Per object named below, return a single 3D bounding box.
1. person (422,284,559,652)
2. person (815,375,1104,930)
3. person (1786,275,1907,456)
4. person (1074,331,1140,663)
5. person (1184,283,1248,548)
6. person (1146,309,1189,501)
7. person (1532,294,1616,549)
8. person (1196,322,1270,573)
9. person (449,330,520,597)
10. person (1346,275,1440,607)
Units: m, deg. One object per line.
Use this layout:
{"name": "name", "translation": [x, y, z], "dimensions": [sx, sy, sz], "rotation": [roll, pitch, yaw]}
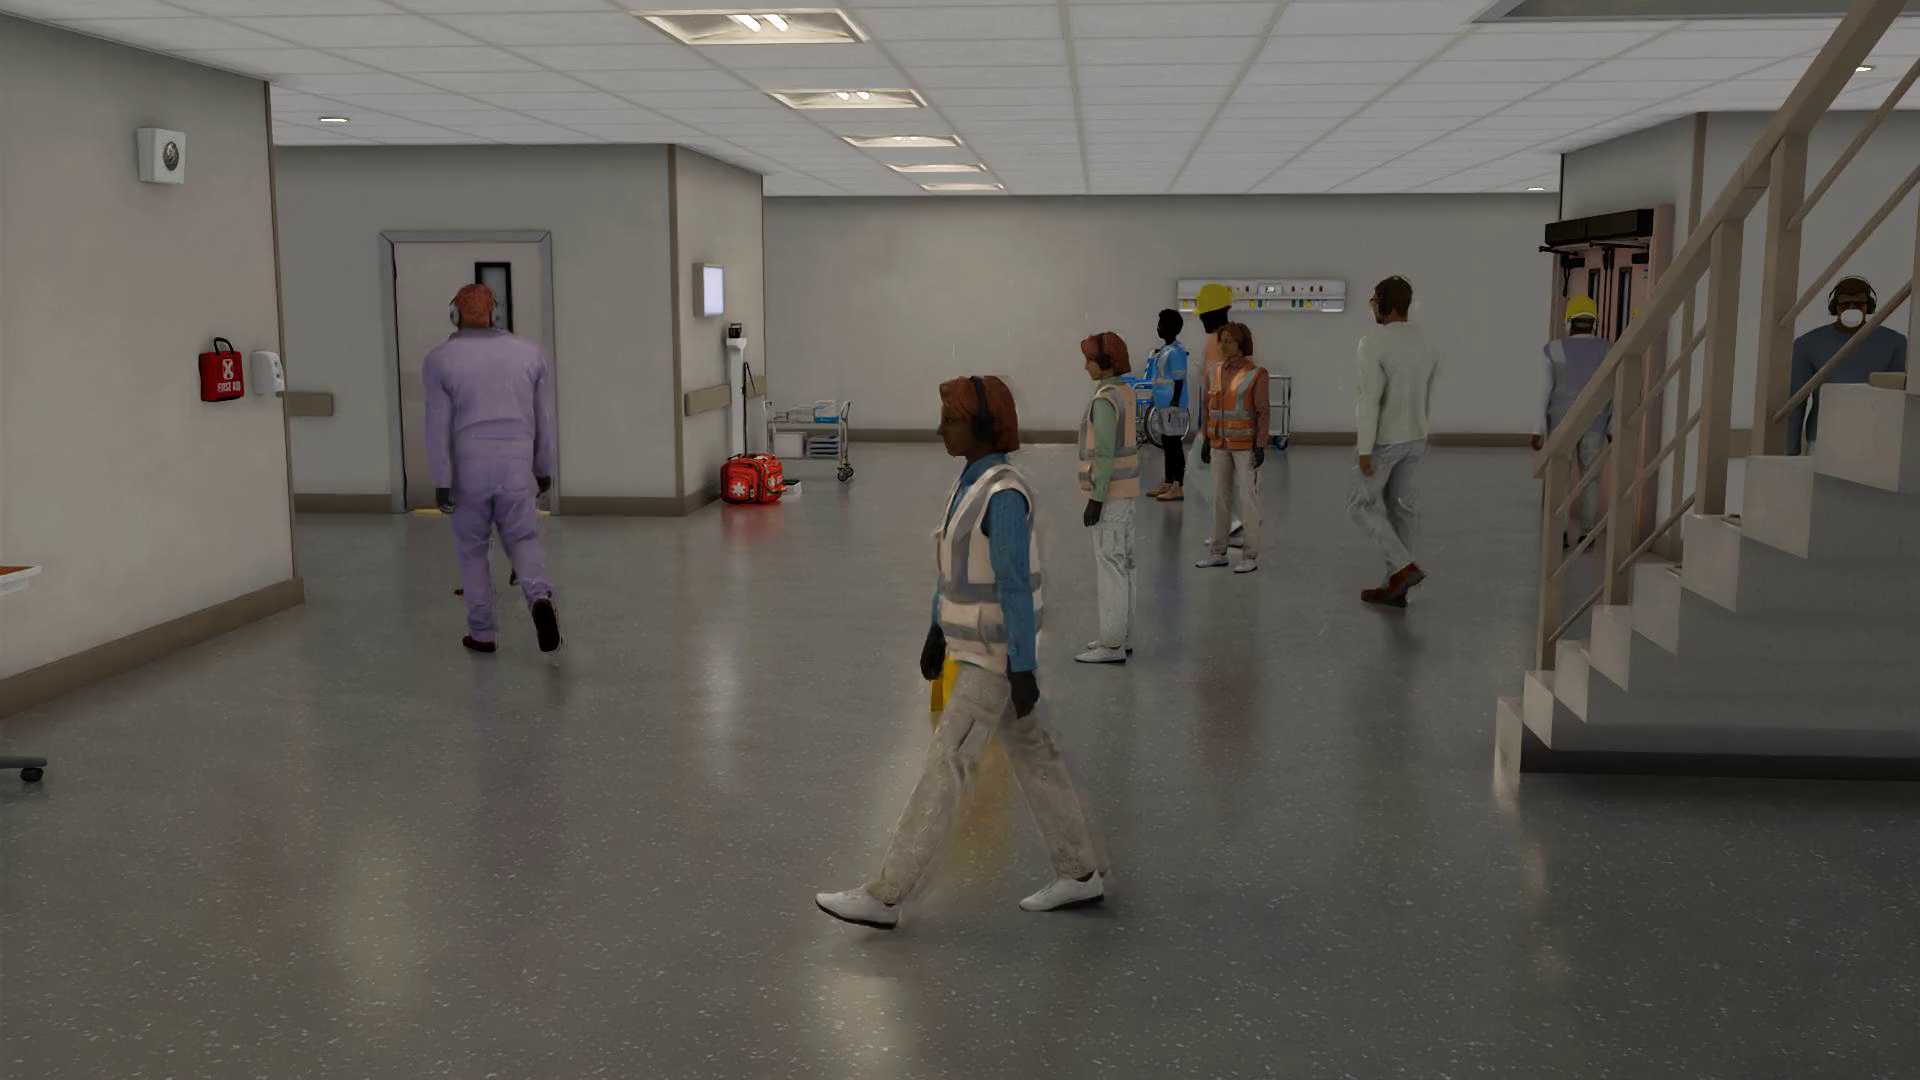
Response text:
{"name": "person", "translation": [-2.312, -0.337, 8.305], "dimensions": [0.671, 1.875, 0.699], "rotation": [-6, 10, -33]}
{"name": "person", "translation": [0.031, 0.325, 4.762], "dimensions": [0.878, 1.584, 0.541], "rotation": [-1, 8, -9]}
{"name": "person", "translation": [5.070, -0.543, 9.551], "dimensions": [0.635, 1.928, 0.382], "rotation": [3, 9, 18]}
{"name": "person", "translation": [0.737, -0.208, 8.239], "dimensions": [0.311, 1.639, 0.512], "rotation": [3, 9, 18]}
{"name": "person", "translation": [1.848, -0.870, 11.855], "dimensions": [0.437, 1.896, 0.648], "rotation": [5, 10, 30]}
{"name": "person", "translation": [1.854, -1.193, 14.739], "dimensions": [0.319, 1.697, 0.532], "rotation": [-1, 8, -8]}
{"name": "person", "translation": [4.422, -0.842, 11.931], "dimensions": [0.595, 1.840, 0.403], "rotation": [1, 8, 8]}
{"name": "person", "translation": [1.802, -0.606, 10.938], "dimensions": [0.309, 1.639, 0.523], "rotation": [-8, 11, -42]}
{"name": "person", "translation": [-2.855, -0.452, 9.931], "dimensions": [0.403, 1.618, 0.528], "rotation": [3, 9, 20]}
{"name": "person", "translation": [2.511, -0.555, 9.608], "dimensions": [0.625, 1.927, 0.474], "rotation": [-5, 10, -32]}
